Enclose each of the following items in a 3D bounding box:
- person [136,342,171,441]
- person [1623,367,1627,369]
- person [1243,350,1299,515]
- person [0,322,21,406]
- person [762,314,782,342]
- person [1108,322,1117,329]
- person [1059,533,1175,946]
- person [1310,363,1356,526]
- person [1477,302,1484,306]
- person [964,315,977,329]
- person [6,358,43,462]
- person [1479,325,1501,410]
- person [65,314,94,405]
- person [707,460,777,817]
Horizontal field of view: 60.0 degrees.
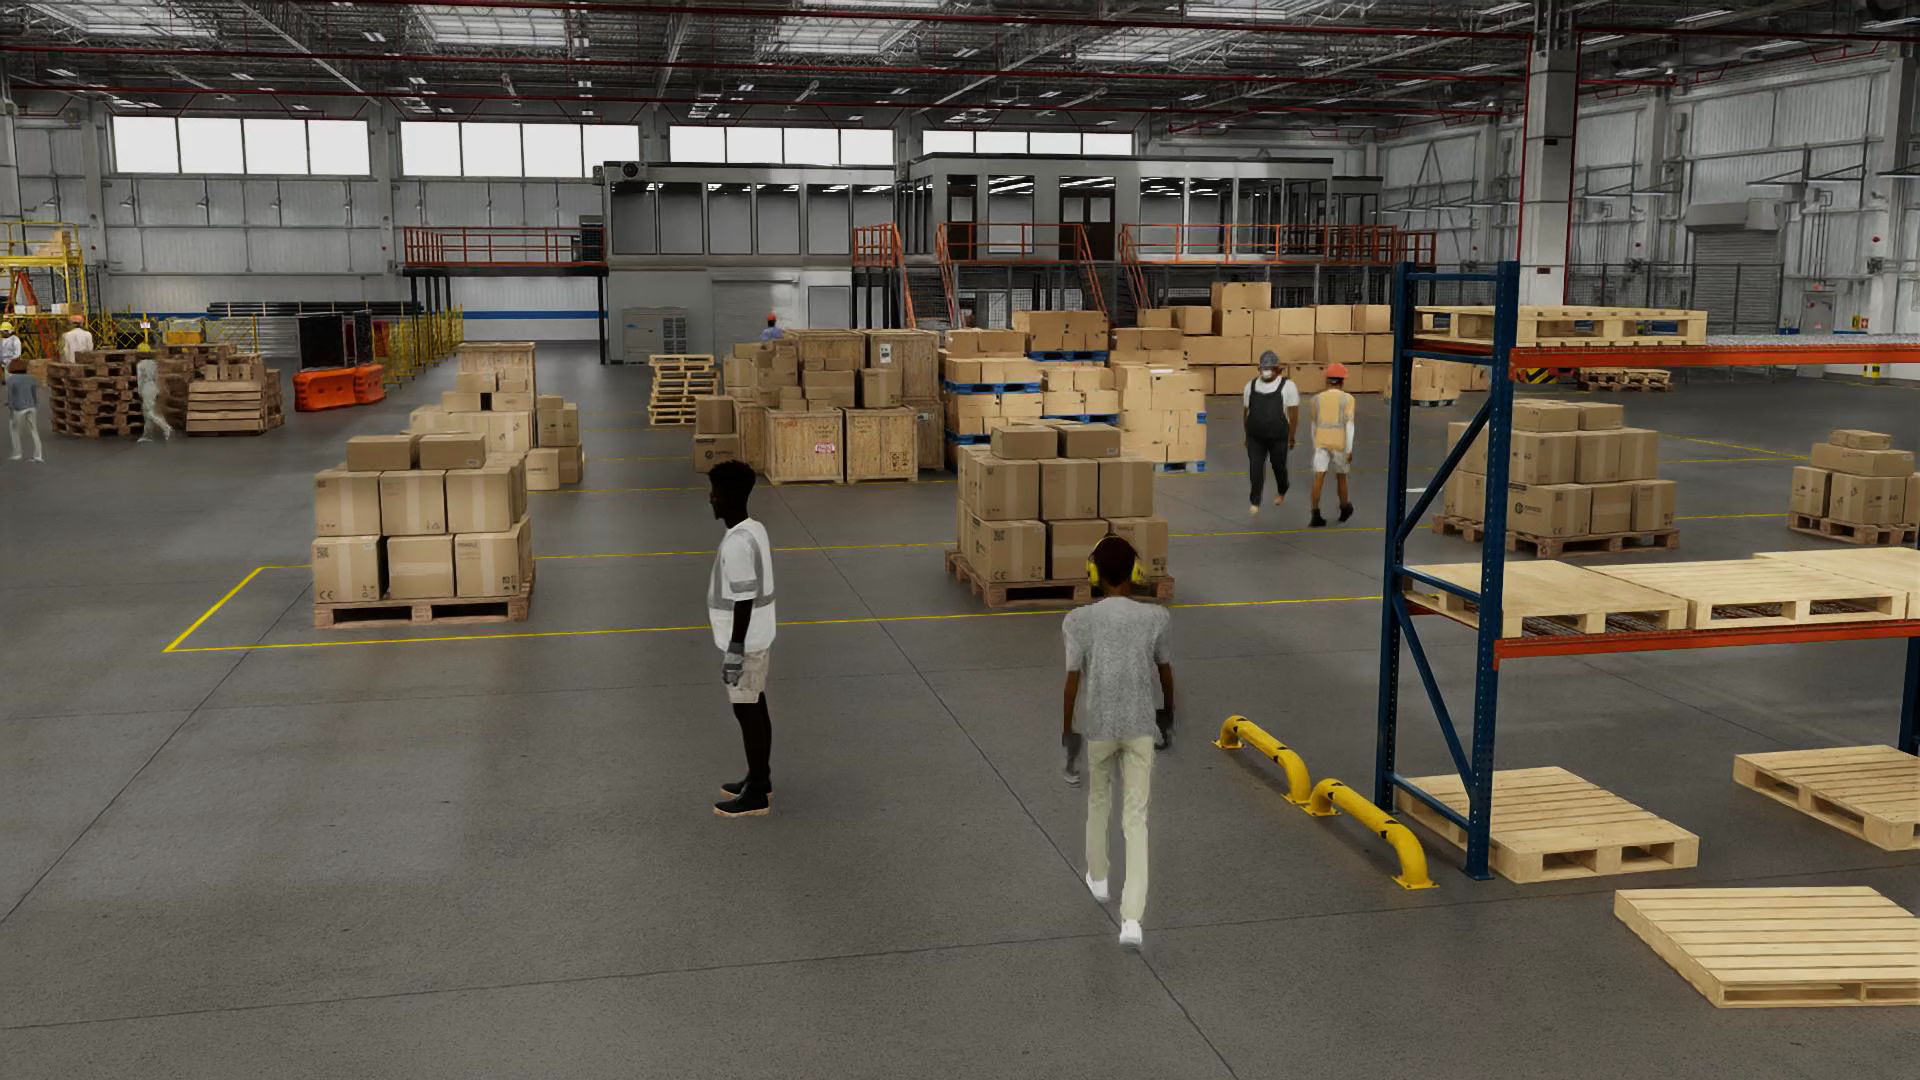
[{"bbox_3d":[-13.888,-2.528,28.562,0.673,1.724,0.490,2,9,10],"label":"person"},{"bbox_3d":[18.661,-5.601,46.856,0.326,1.865,0.518,1,9,5],"label":"person"},{"bbox_3d":[3.817,-1.358,20.452,0.687,2.000,0.844,4,10,22],"label":"person"},{"bbox_3d":[-20.584,-3.807,36.064,0.598,1.826,0.403,5,11,30],"label":"person"},{"bbox_3d":[-4.490,-4.431,39.656,0.977,1.879,0.556,8,12,40],"label":"person"},{"bbox_3d":[3.228,-3.625,34.823,0.792,1.851,0.596,4,10,21],"label":"person"},{"bbox_3d":[0.723,0.878,7.538,0.523,1.813,1.013,1,9,6],"label":"person"},{"bbox_3d":[4.363,-1.111,19.435,0.556,1.883,1.008,6,11,33],"label":"person"},{"bbox_3d":[17.956,-7.324,57.547,0.631,1.806,0.917,-3,10,-18],"label":"person"},{"bbox_3d":[0.306,-4.461,39.897,0.597,1.865,0.591,-4,10,-24],"label":"person"},{"bbox_3d":[-14.514,-2.001,25.688,0.651,1.603,0.567,4,10,23],"label":"person"},{"bbox_3d":[10.656,-3.373,33.084,0.467,1.931,0.630,-7,12,-36],"label":"person"},{"bbox_3d":[-19.224,-3.930,36.324,0.632,1.976,0.528,1,9,5],"label":"person"},{"bbox_3d":[-1.197,0.536,9.135,0.368,1.965,0.609,0,9,2],"label":"person"}]
